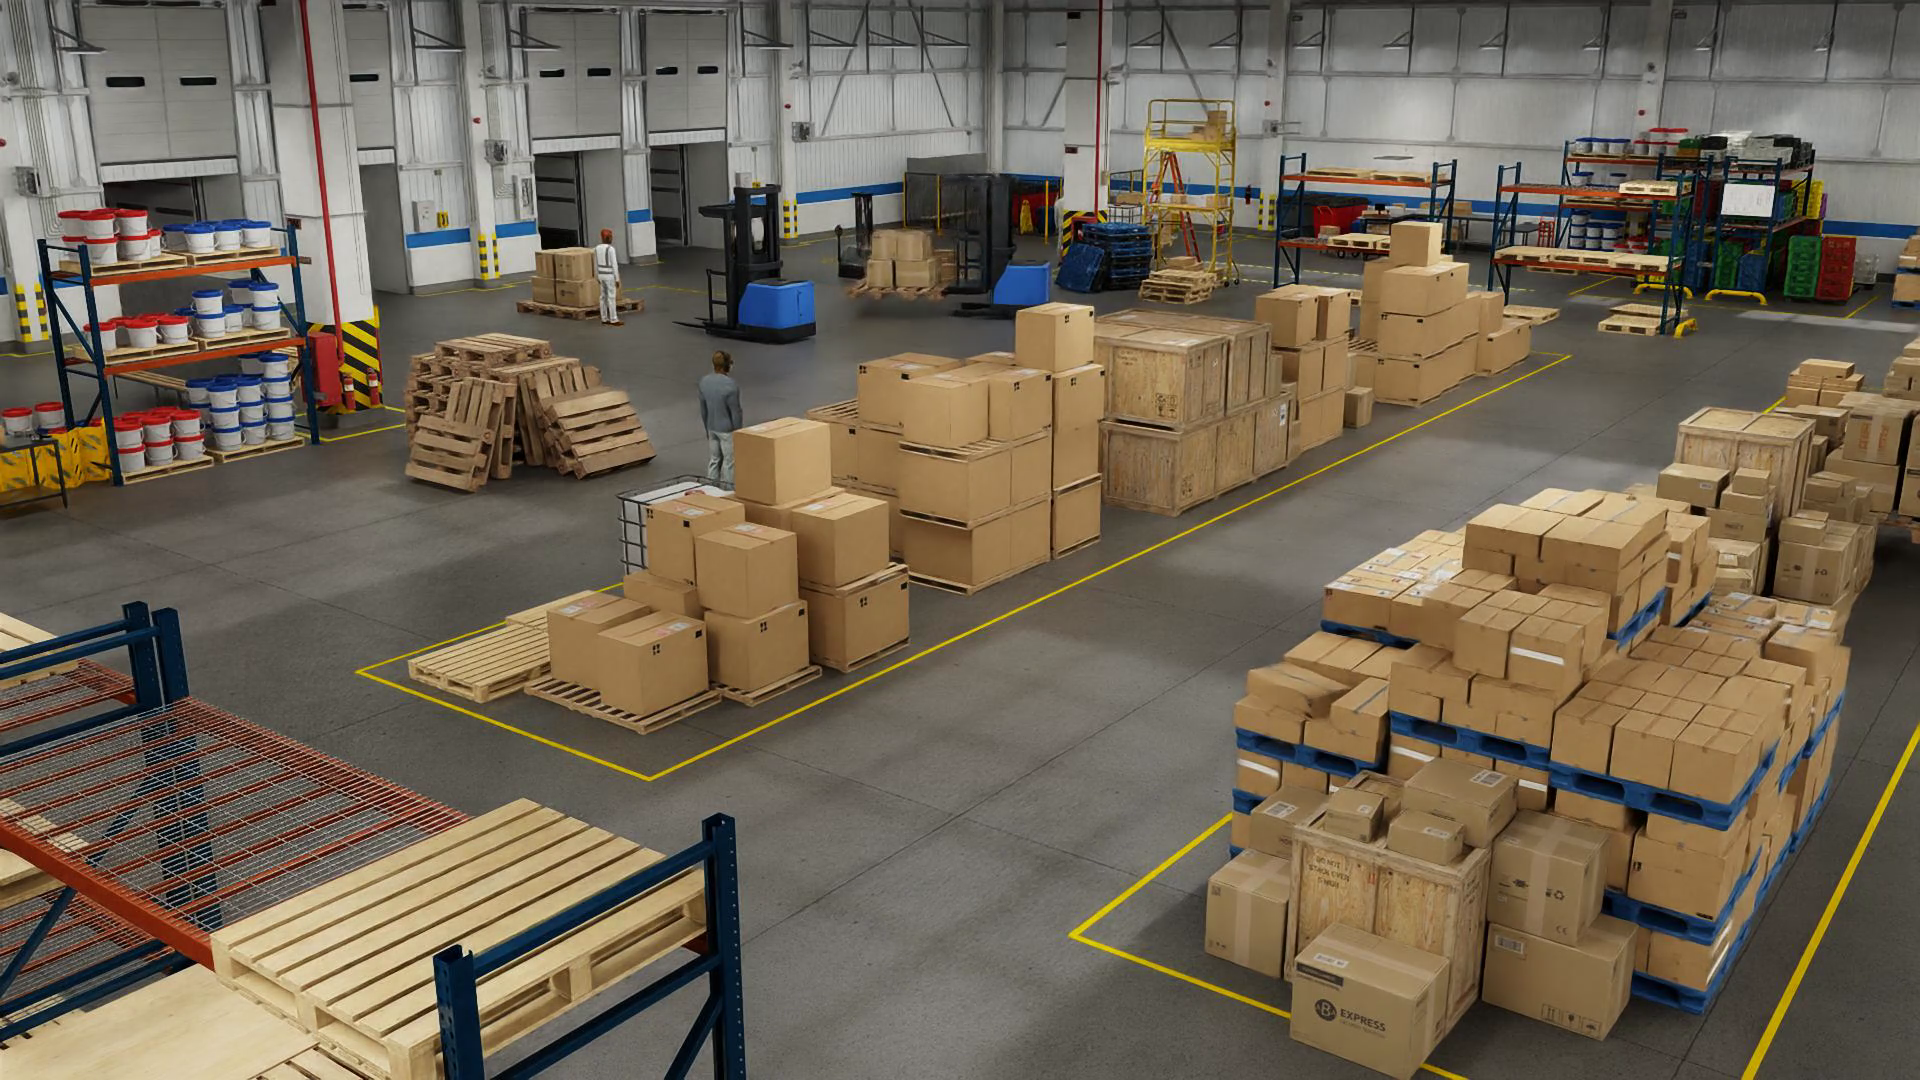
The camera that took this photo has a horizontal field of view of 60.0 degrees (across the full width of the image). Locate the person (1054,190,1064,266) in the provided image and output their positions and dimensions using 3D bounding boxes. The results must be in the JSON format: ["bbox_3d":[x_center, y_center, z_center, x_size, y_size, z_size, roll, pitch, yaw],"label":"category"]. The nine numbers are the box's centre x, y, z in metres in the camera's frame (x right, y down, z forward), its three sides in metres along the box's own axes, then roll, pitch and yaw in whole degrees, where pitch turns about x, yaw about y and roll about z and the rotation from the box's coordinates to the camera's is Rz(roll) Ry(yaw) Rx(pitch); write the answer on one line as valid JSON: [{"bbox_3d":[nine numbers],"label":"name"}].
[{"bbox_3d":[2.603,-7.677,40.809,0.627,1.934,0.372,12,21,35],"label":"person"}]

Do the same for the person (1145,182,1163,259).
[{"bbox_3d":[4.937,-8.125,42.282,0.543,1.939,0.360,12,21,35],"label":"person"}]

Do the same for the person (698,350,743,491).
[{"bbox_3d":[-2.783,-1.273,19.593,0.627,1.940,0.372,12,21,35],"label":"person"}]

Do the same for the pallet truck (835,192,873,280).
[{"bbox_3d":[-1.936,-7.159,38.982,1.885,1.965,0.823,-12,21,-34],"label":"pallet truck"}]

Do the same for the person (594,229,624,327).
[{"bbox_3d":[-6.832,-5.081,32.290,0.573,1.887,0.355,12,21,35],"label":"person"}]

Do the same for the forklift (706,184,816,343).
[{"bbox_3d":[-3.717,-5.181,30.929,1.873,2.768,1.129,12,21,35],"label":"forklift"}]

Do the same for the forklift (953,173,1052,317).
[{"bbox_3d":[0.875,-5.902,33.318,1.873,2.768,1.129,3,17,10],"label":"forklift"}]
